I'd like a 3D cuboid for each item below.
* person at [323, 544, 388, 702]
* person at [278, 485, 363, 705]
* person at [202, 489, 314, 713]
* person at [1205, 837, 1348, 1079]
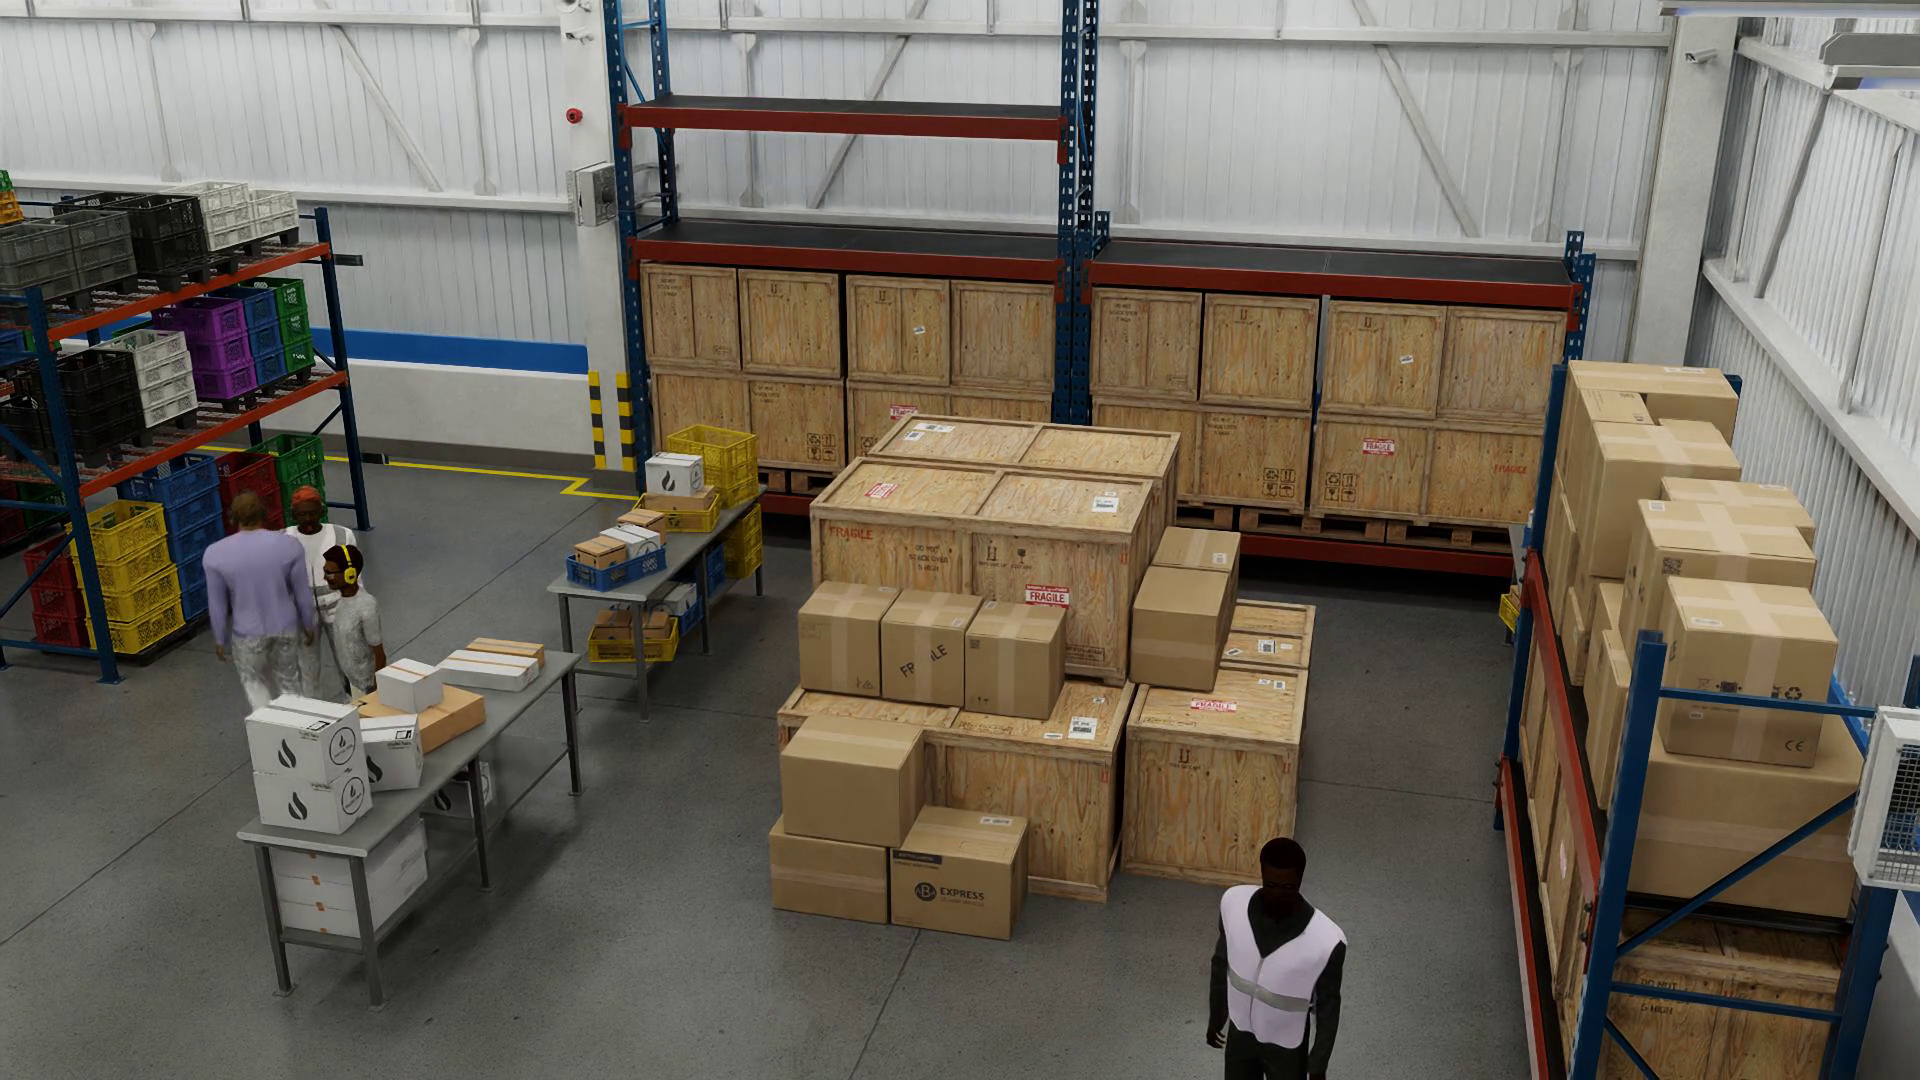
[{"bbox_3d":[-3.751,0.901,10.428,0.327,1.871,0.518,-16,26,-36],"label":"person"},{"bbox_3d":[-4.380,0.521,11.423,0.579,1.879,0.360,-6,22,-16],"label":"person"},{"bbox_3d":[-4.641,0.610,11.127,0.673,1.917,0.554,-14,25,-32],"label":"person"},{"bbox_3d":[1.335,2.121,7.166,0.594,1.921,0.388,15,26,35],"label":"person"}]
